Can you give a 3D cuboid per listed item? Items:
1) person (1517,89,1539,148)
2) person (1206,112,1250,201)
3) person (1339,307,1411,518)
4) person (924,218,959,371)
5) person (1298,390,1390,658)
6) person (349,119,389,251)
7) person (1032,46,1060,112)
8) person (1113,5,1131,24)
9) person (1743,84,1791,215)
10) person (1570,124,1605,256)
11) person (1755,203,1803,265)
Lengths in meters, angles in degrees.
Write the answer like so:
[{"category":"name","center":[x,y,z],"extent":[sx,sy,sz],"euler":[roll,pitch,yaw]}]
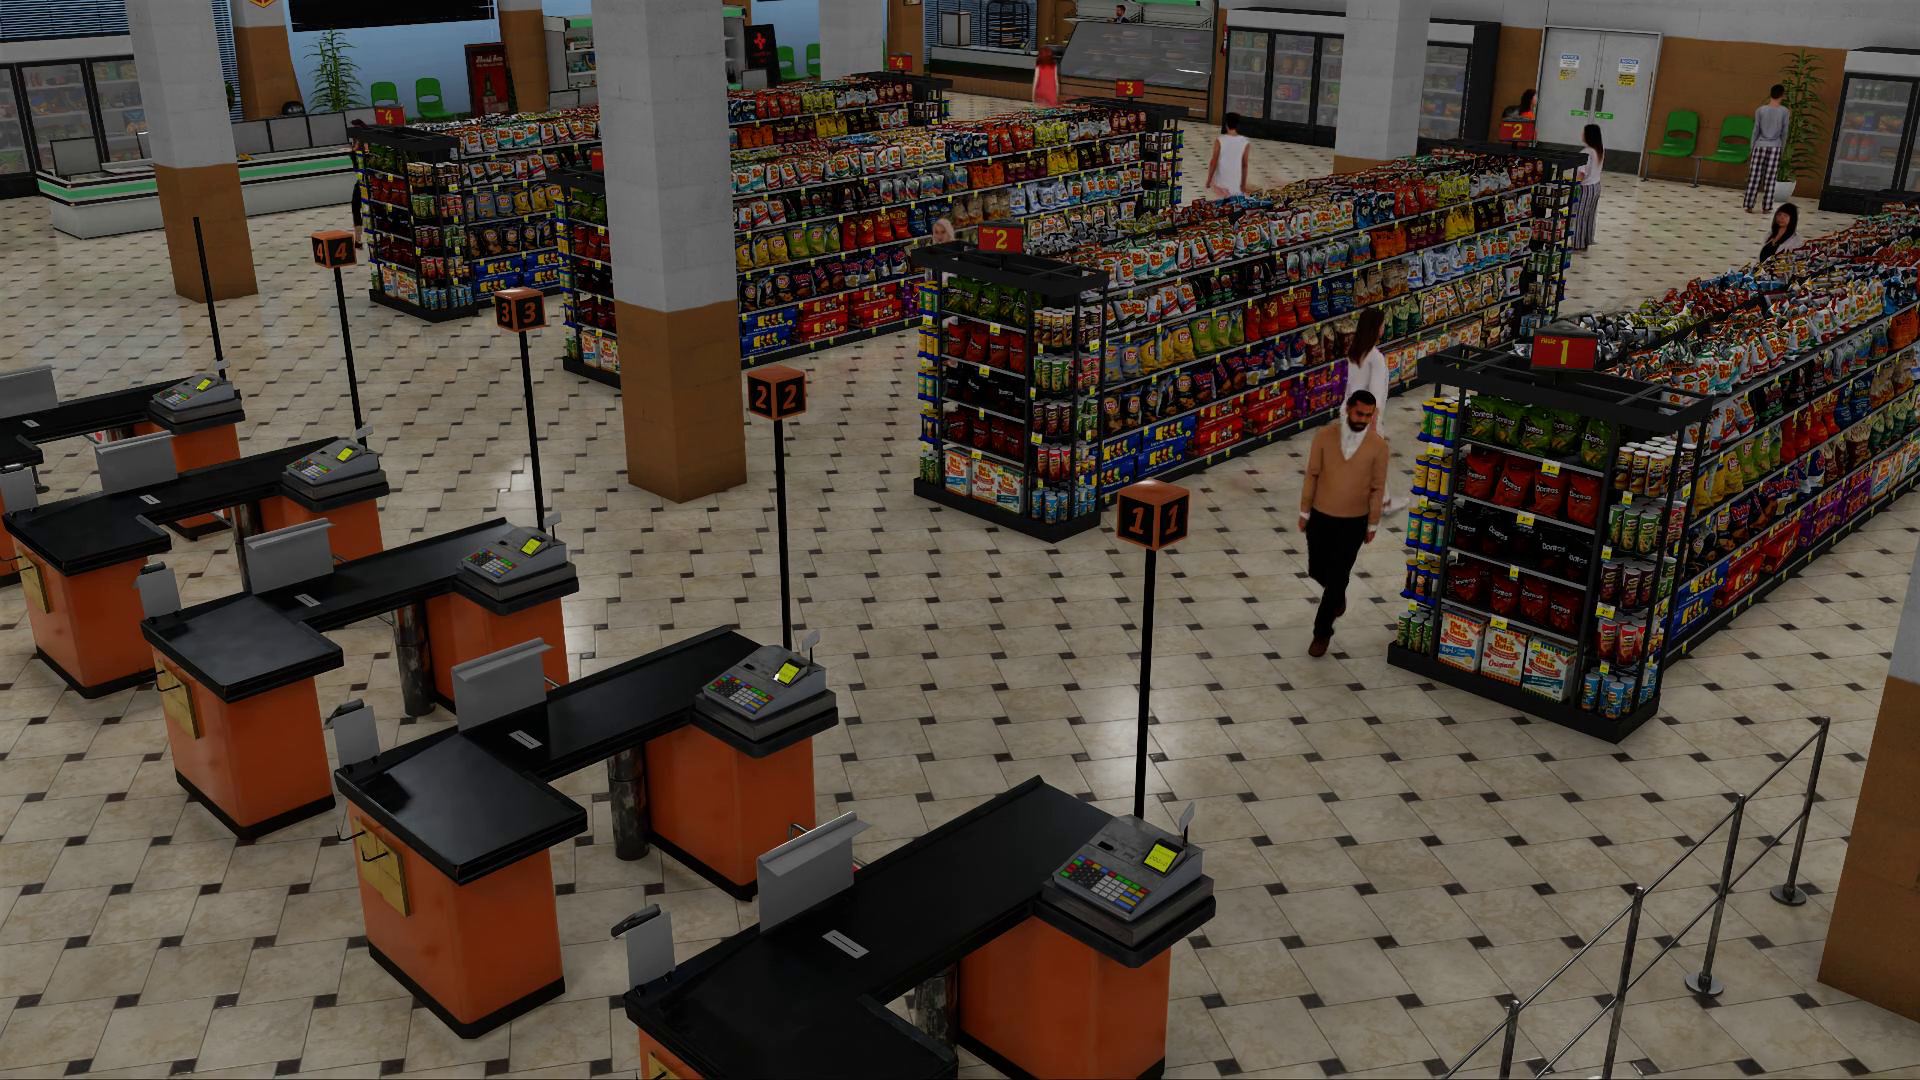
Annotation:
[{"category":"person","center":[8.273,-5.792,24.673],"extent":[0.857,1.736,0.823],"euler":[8,23,18]},{"category":"person","center":[3.530,-4.671,21.873],"extent":[1.157,1.743,1.123],"euler":[-3,22,-8]},{"category":"person","center":[3.002,-0.922,12.645],"extent":[0.995,1.668,0.825],"euler":[-9,23,-21]},{"category":"person","center":[-0.116,-2.168,15.653],"extent":[0.699,1.736,0.744],"euler":[5,22,11]},{"category":"person","center":[2.438,-0.152,10.648],"extent":[0.884,1.728,1.111],"euler":[11,24,25]},{"category":"person","center":[-7.730,-4.669,21.913],"extent":[0.605,1.711,0.840],"euler":[19,29,39]},{"category":"person","center":[1.571,-7.894,29.798],"extent":[0.671,1.817,0.776],"euler":[-6,23,-15]},{"category":"person","center":[3.711,-11.416,38.494],"extent":[0.628,1.866,0.549],"euler":[20,30,41]},{"category":"person","center":[11.832,-5.726,24.360],"extent":[0.684,1.847,0.639],"euler":[11,24,25]},{"category":"person","center":[8.199,-4.604,21.788],"extent":[0.532,1.682,0.731],"euler":[-19,29,-39]},{"category":"person","center":[8.240,-2.592,16.842],"extent":[0.672,1.638,0.693],"euler":[-9,24,-22]}]
